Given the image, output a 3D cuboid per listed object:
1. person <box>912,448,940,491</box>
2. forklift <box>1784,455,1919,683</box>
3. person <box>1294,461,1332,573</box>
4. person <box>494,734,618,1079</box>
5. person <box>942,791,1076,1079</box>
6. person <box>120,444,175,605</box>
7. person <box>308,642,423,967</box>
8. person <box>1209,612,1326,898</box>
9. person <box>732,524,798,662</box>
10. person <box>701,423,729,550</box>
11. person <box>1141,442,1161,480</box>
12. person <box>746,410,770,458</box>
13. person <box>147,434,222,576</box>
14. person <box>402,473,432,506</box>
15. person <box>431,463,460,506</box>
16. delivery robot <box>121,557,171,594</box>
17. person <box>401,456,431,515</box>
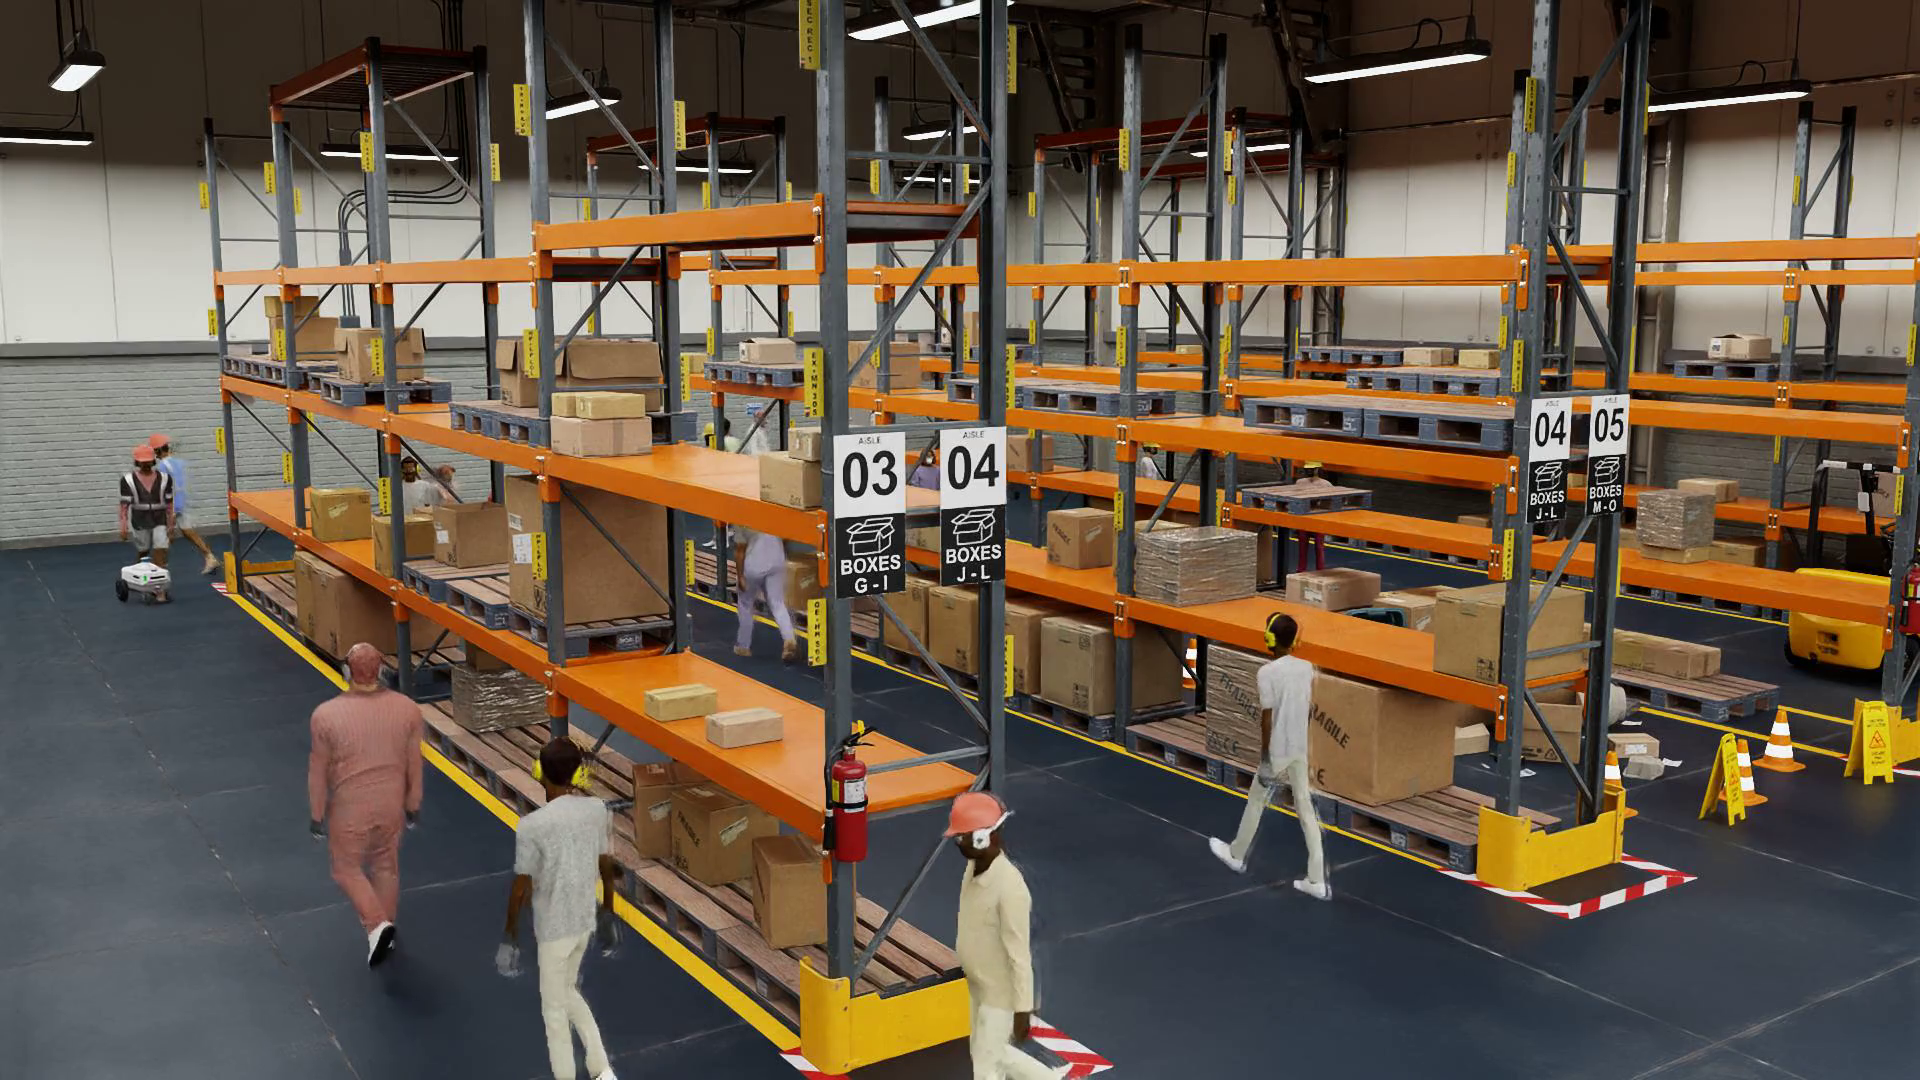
[{"bbox_3d":[-0.477,-0.541,24.315,0.509,1.632,0.267,-5,10,-31],"label":"person"},{"bbox_3d":[9.643,0.253,17.172,2.313,2.155,1.214,-6,10,-33],"label":"forklift"},{"bbox_3d":[4.624,-0.239,21.859,0.523,1.769,0.324,6,10,33],"label":"person"},{"bbox_3d":[-1.876,1.836,7.775,0.391,1.849,0.546,5,10,32],"label":"person"},{"bbox_3d":[0.226,1.954,7.411,0.645,1.721,0.590,-3,9,-19],"label":"person"},{"bbox_3d":[-10.264,-0.224,21.018,0.625,1.999,1.039,-5,10,-30],"label":"person"},{"bbox_3d":[-3.417,1.535,9.652,0.655,1.884,0.644,-8,11,-41],"label":"person"},{"bbox_3d":[2.087,1.376,10.944,0.549,1.817,0.984,-5,10,-31],"label":"person"},{"bbox_3d":[-2.076,0.269,17.570,0.675,2.000,0.910,-5,10,-32],"label":"person"},{"bbox_3d":[-3.712,-0.818,25.188,0.382,1.924,0.594,-4,9,-25],"label":"person"},{"bbox_3d":[2.818,-0.670,24.734,0.317,1.767,0.535,1,9,4],"label":"person"},{"bbox_3d":[-3.449,-1.281,28.406,0.422,1.890,0.732,2,9,11],"label":"person"},{"bbox_3d":[-10.685,-0.463,22.713,1.075,1.988,0.636,0,9,0],"label":"person"},{"bbox_3d":[-7.080,-0.123,21.530,0.508,1.633,0.274,-4,9,-25],"label":"person"},{"bbox_3d":[-6.830,-0.218,22.167,0.379,1.623,0.595,3,9,20],"label":"person"},{"bbox_3d":[-10.244,0.459,20.920,0.707,0.478,0.477,7,11,40],"label":"delivery robot"},{"bbox_3d":[-6.819,-0.114,20.684,0.508,1.872,0.328,-3,9,-21],"label":"person"}]
